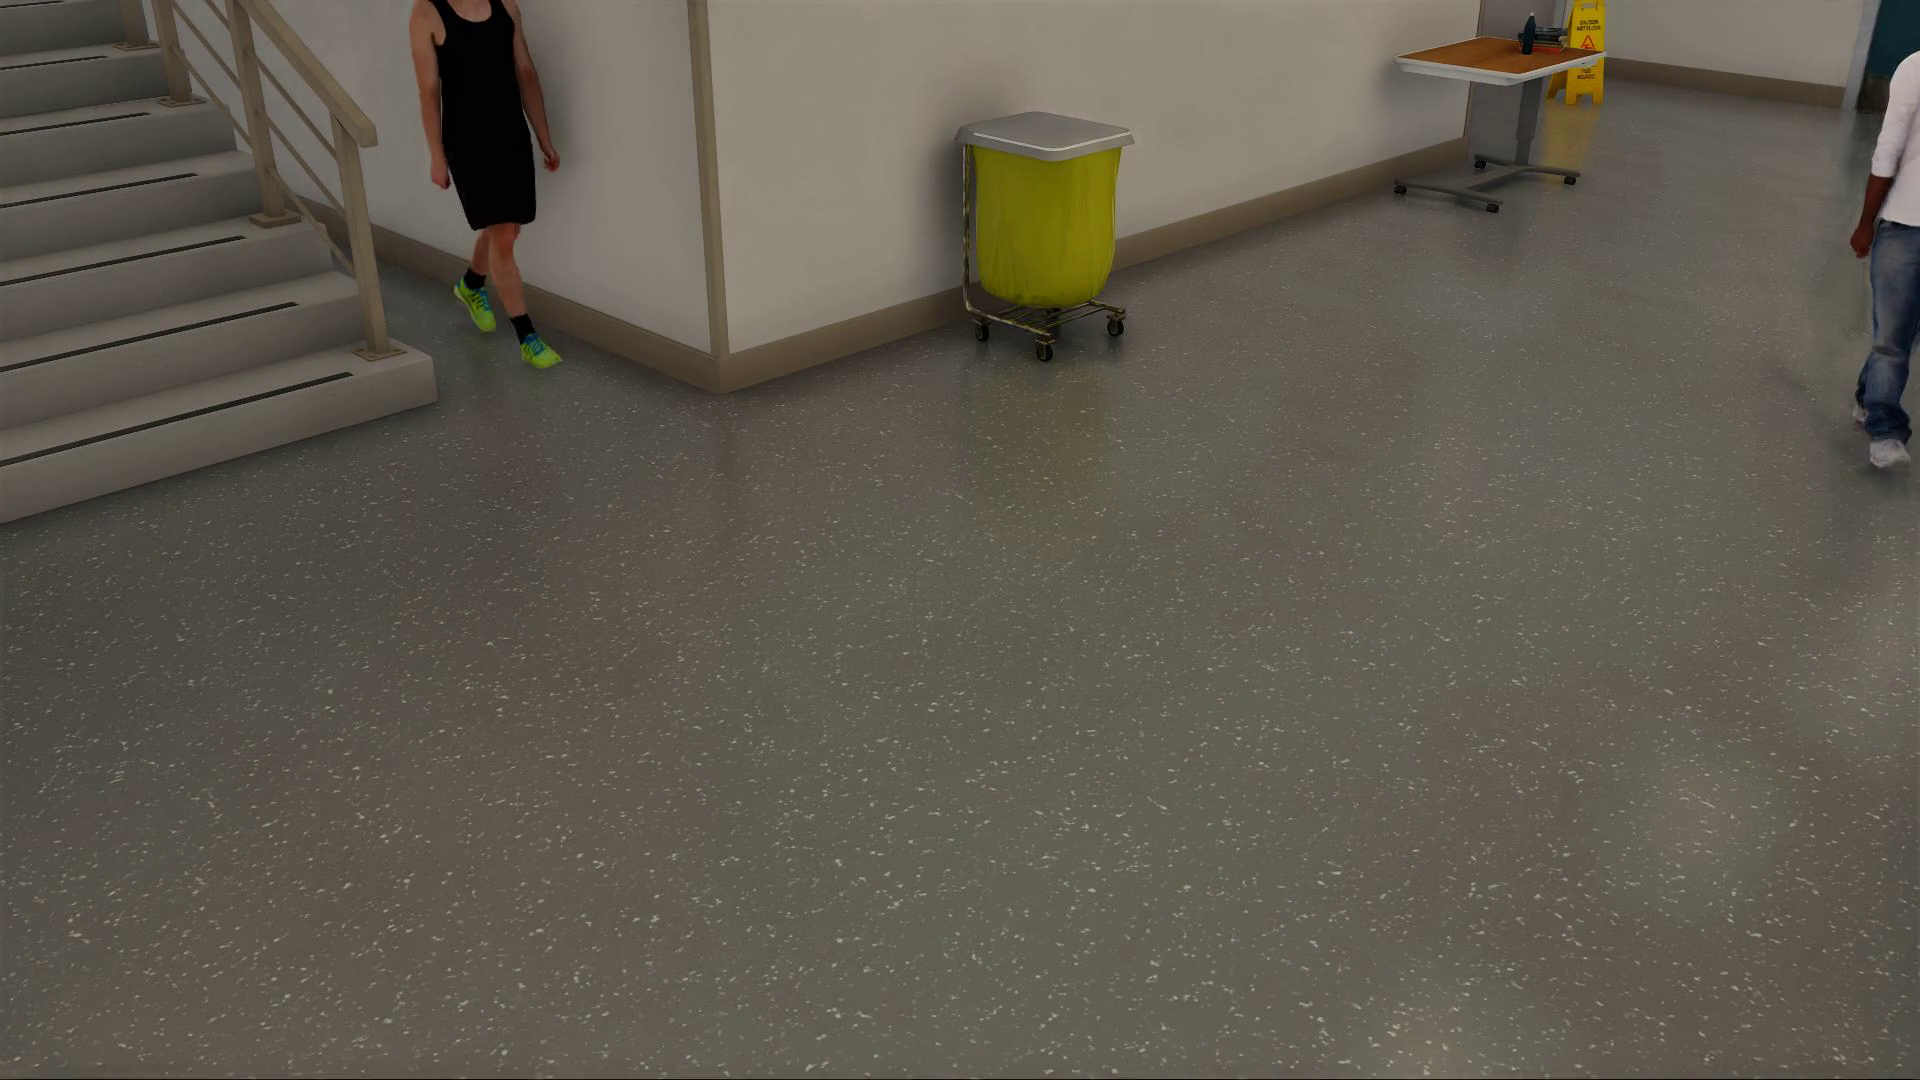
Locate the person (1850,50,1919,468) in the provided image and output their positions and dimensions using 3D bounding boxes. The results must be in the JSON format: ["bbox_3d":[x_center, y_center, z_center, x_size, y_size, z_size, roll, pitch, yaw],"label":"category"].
[{"bbox_3d":[3.600,-1.210,6.192,1.075,1.784,1.074,3,26,6],"label":"person"}]

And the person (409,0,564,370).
[{"bbox_3d":[-2.059,-1.708,7.136,1.153,1.861,0.706,21,33,37],"label":"person"}]
